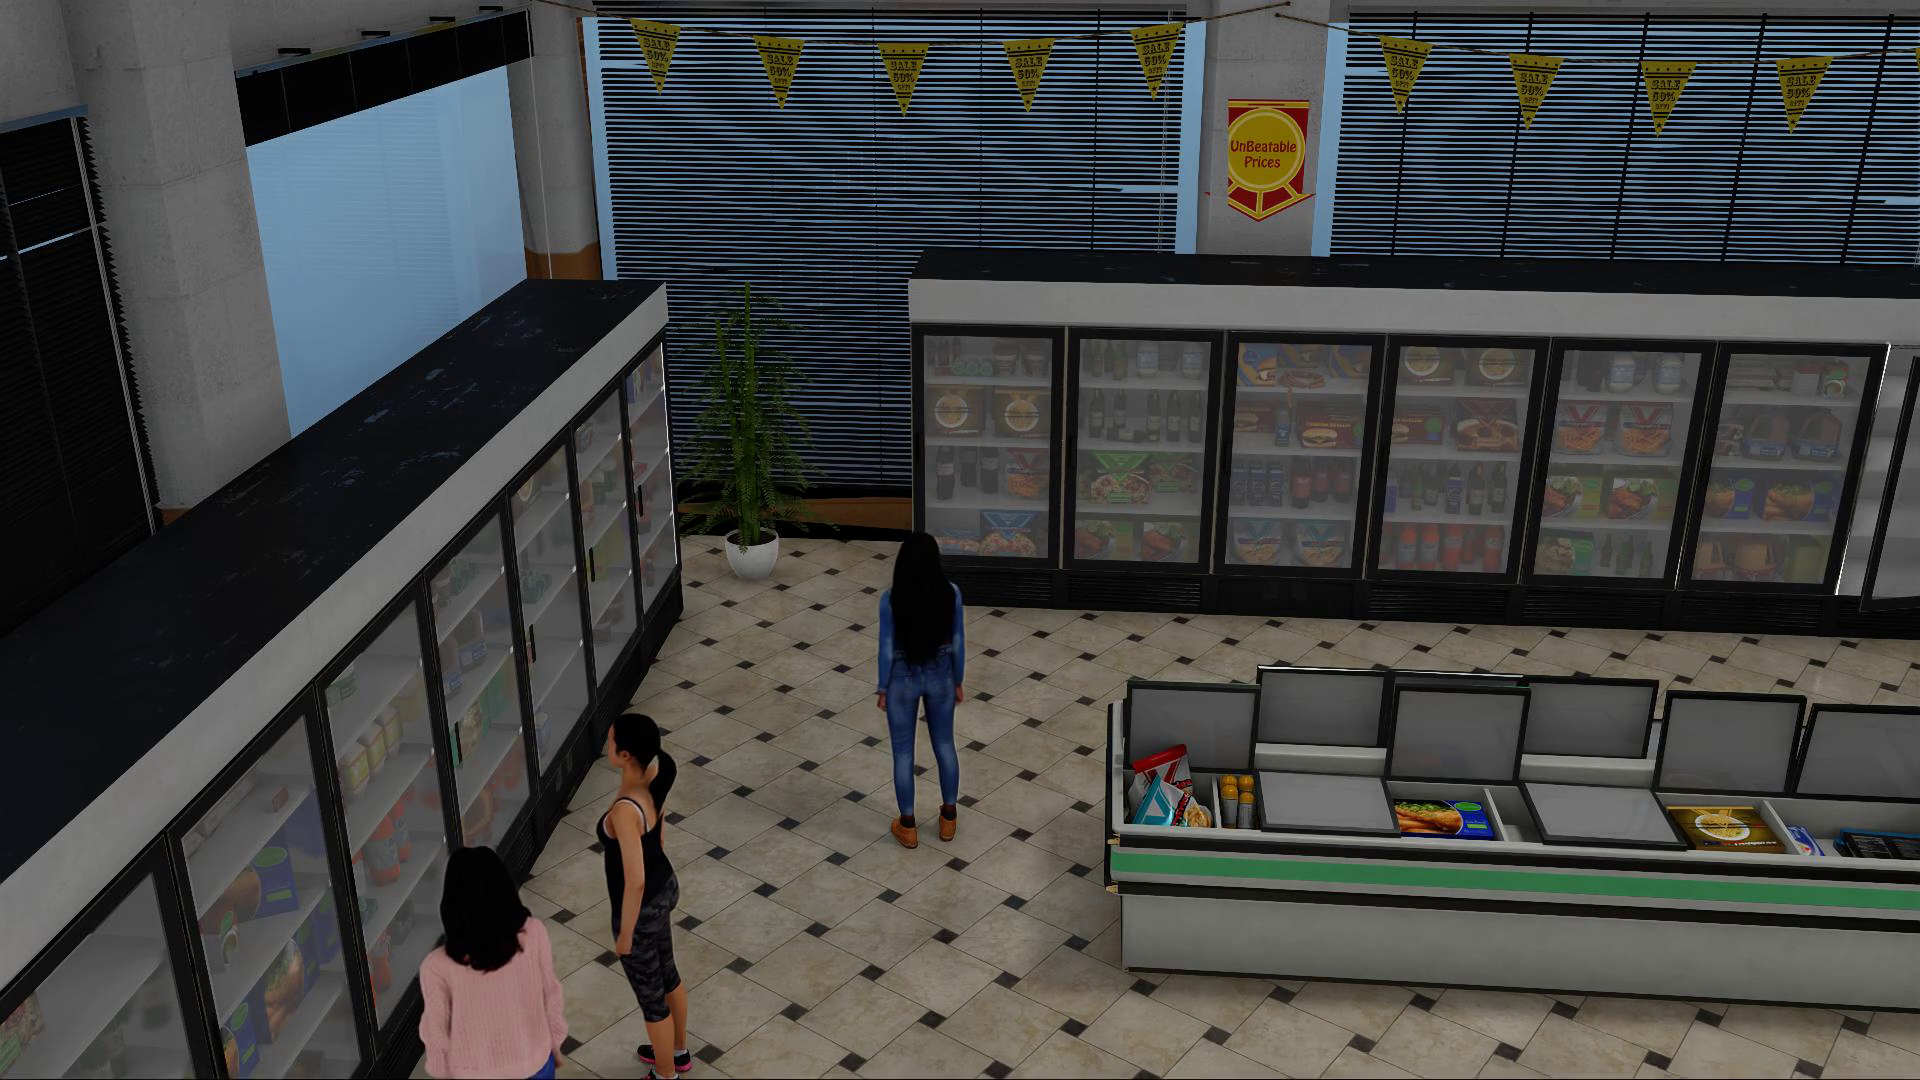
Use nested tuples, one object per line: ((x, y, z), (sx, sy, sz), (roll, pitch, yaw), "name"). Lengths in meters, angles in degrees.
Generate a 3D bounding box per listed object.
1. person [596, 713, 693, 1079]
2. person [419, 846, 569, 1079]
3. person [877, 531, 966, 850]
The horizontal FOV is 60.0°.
((-1.257, 1.474, 6.695), (0.550, 1.729, 0.584), (4, 22, 9), "person")
((-1.580, 1.837, 5.737), (0.674, 1.770, 0.788), (-11, 24, -25), "person")
((-0.199, 0.762, 8.492), (0.586, 1.712, 0.737), (-6, 23, -14), "person")
